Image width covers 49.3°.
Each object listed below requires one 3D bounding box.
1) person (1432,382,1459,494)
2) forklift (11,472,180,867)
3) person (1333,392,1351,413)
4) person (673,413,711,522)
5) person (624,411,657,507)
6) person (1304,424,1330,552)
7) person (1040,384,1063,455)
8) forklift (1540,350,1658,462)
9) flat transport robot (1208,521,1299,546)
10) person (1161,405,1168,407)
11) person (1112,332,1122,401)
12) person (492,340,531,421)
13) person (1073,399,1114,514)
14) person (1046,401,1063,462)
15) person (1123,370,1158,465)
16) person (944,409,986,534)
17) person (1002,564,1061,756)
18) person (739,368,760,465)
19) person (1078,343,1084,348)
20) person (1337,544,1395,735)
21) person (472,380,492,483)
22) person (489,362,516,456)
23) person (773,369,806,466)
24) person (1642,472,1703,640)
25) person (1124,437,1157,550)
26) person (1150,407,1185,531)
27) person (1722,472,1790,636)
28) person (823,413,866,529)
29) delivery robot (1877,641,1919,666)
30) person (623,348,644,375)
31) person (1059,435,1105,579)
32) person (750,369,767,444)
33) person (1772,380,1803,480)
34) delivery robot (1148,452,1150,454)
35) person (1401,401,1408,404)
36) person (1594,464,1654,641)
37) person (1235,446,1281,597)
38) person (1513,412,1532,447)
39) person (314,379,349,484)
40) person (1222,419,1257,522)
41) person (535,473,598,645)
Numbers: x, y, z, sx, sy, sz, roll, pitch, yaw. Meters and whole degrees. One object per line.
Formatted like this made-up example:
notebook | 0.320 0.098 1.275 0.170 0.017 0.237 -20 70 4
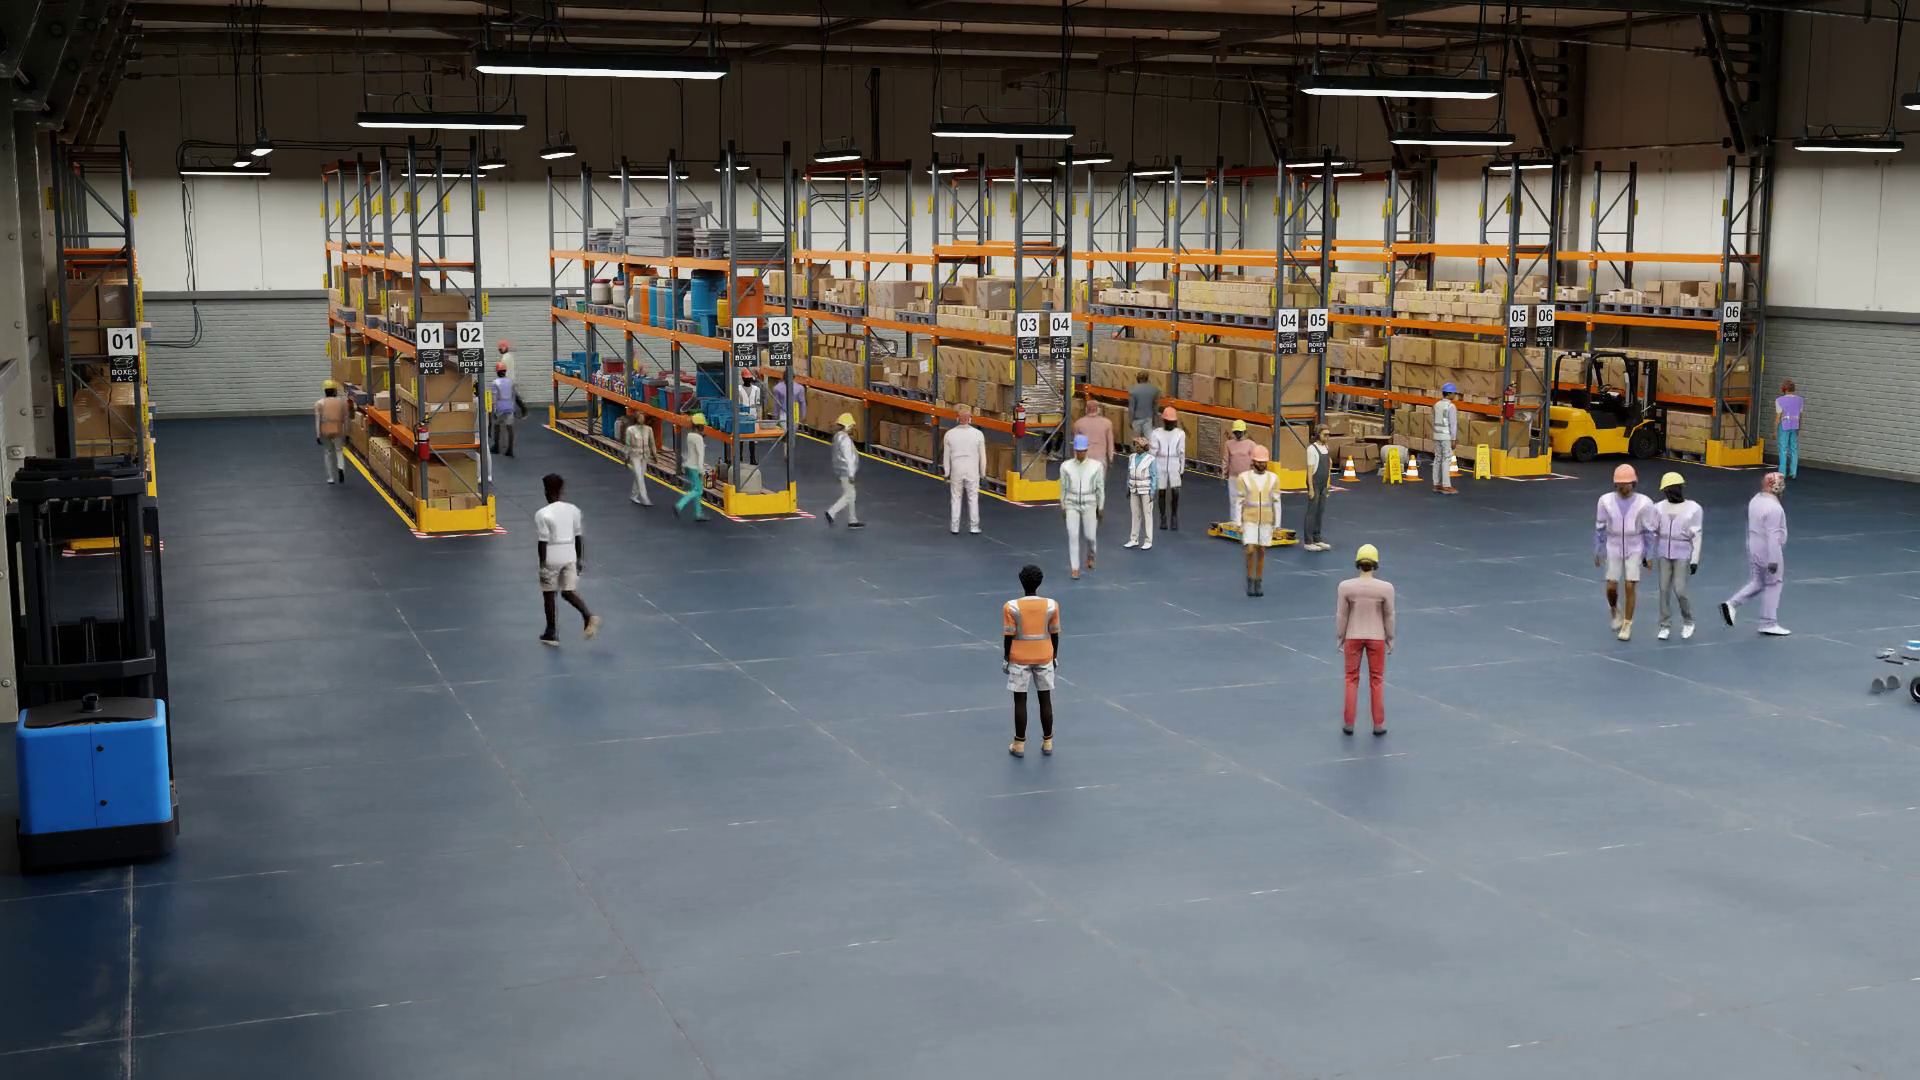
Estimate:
person | 8.536 -1.796 36.804 0.403 1.944 0.606 -3 9 -20
forklift | -6.630 0.886 15.957 1.129 2.768 1.873 -3 9 -21
person | 9.008 -3.604 49.201 0.634 1.841 0.429 -5 10 -28
person | -4.240 -1.137 33.091 0.617 1.747 0.539 -5 10 -29
person | -5.362 -1.375 35.149 0.532 1.592 0.856 -7 11 -39
person | 5.177 -0.767 30.273 0.328 1.842 0.516 7 11 37
person | 1.817 -2.718 43.105 0.608 1.896 0.537 -5 10 -30
forklift | 12.897 -2.725 42.309 2.313 2.155 1.214 -3 9 -21
flat transport robot | 4.373 -0.109 31.249 0.652 0.197 1.431 -4 10 -27
person | 4.755 -3.441 48.027 0.597 1.883 0.452 -4 9 -26
person | 3.916 -4.190 52.444 0.609 2.040 0.394 -1 9 -4
person | -10.840 -3.833 50.368 0.985 1.955 0.612 1 9 7
person | 2.163 -1.355 34.052 0.652 1.886 0.754 2 9 11
person | 1.900 -2.392 41.633 0.456 1.680 0.546 5 10 32
person | 3.485 -2.334 40.513 0.656 1.898 0.968 -3 9 -19
person | 0.081 -1.039 31.888 0.647 1.907 0.404 1 9 6
person | 0.626 1.062 18.568 0.540 1.695 0.317 -2 9 -14
person | -4.132 -2.382 40.733 0.545 1.938 0.362 -4 9 -24
person | 2.995 -3.885 51.043 0.527 1.851 0.494 -7 11 -39
person | 3.742 0.915 19.326 0.533 1.765 0.331 2 9 14
person | -8.794 -1.987 38.325 0.328 1.872 0.514 7 11 40
person | -9.368 -2.686 42.854 0.574 1.897 0.886 -6 10 -34
person | -3.369 -2.448 41.282 0.637 1.914 0.891 -2 9 -12
person | 8.096 0.187 23.782 0.474 1.885 0.617 -8 12 -43
person | 2.634 -0.688 30.425 0.514 1.640 0.309 8 12 43
person | 3.180 -1.084 32.159 0.564 1.902 0.800 0 9 2
person | 9.190 0.148 24.041 0.664 1.887 0.655 0 9 -3
person | -1.781 -1.049 32.233 0.646 1.815 0.632 -2 9 -13
delivery robot | 9.537 1.125 20.908 0.335 0.223 0.698 -6 10 -35
person | -7.652 -3.550 48.707 0.653 1.889 0.614 -5 10 -32
person | 1.622 -0.456 27.946 0.607 1.932 0.562 1 9 7
person | -4.442 -2.912 45.320 0.511 1.614 0.624 -2 9 -12
person | 15.280 -2.022 38.650 0.564 1.841 0.389 -2 9 -15
delivery robot | 3.501 -1.384 38.494 0.477 0.478 0.707 -8 12 -44
person | 10.363 -3.431 48.406 0.483 1.737 0.320 8 12 43
person | 7.529 0.124 23.754 0.653 2.018 0.549 4 9 23
person | 3.785 -0.227 26.407 0.570 1.919 0.650 -1 9 -4
person | 11.923 -2.890 44.417 0.644 1.848 0.869 0 9 2
person | -11.409 -1.966 38.035 0.600 1.913 0.613 -4 9 -23
person | 4.261 -0.965 31.904 0.542 1.755 0.375 4 9 25
person | -4.429 0.223 23.375 0.748 1.941 0.602 7 11 41
